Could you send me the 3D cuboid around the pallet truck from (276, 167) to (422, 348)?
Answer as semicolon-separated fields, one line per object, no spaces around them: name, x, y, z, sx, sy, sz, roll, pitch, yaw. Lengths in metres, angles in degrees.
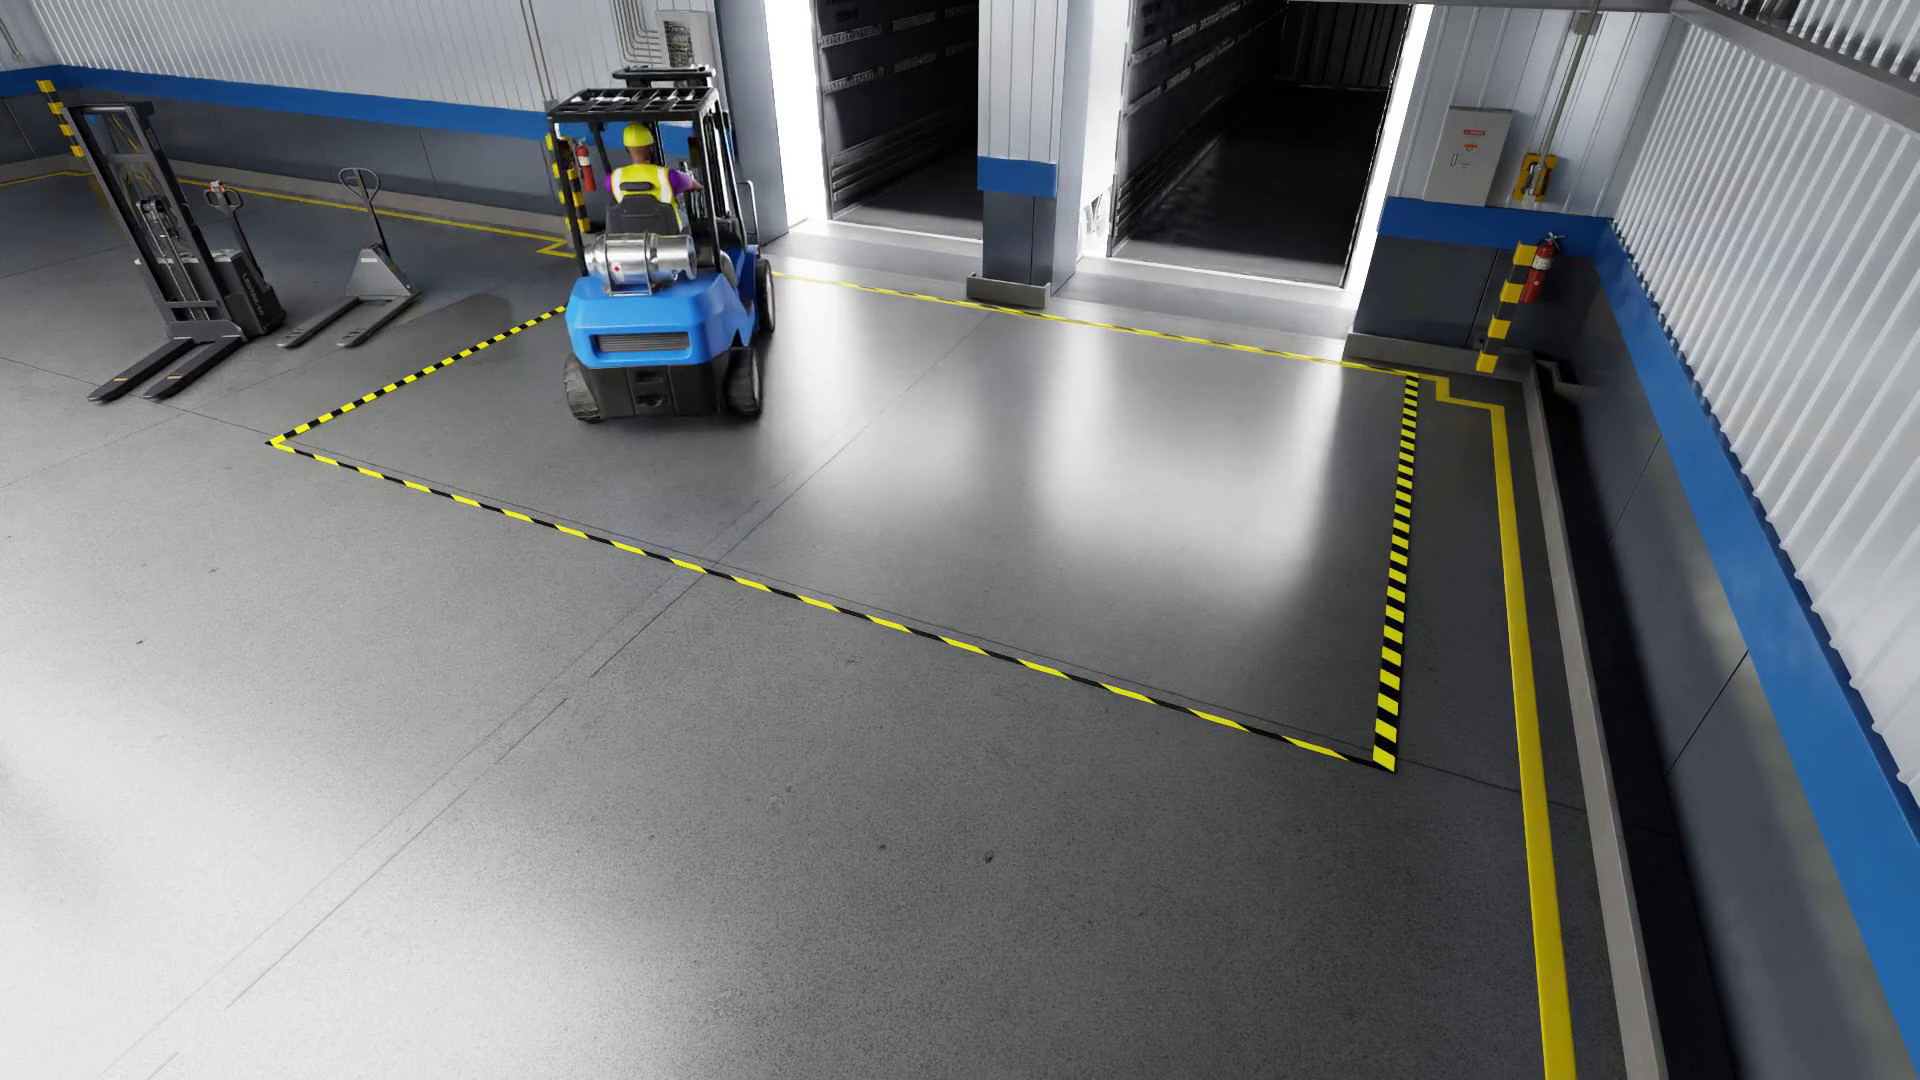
pallet truck;-5.732;-2.611;8.414;0.680;1.201;1.601;-1;35;-1

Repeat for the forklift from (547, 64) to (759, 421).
forklift;-2.307;-2.418;7.169;1.157;2.036;2.680;-3;35;-4

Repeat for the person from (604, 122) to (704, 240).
person;-2.304;-2.606;7.111;0.635;1.294;1.004;-3;35;-4

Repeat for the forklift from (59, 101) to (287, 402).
forklift;-6.686;-2.387;7.434;0.823;1.965;1.885;-3;35;-5
